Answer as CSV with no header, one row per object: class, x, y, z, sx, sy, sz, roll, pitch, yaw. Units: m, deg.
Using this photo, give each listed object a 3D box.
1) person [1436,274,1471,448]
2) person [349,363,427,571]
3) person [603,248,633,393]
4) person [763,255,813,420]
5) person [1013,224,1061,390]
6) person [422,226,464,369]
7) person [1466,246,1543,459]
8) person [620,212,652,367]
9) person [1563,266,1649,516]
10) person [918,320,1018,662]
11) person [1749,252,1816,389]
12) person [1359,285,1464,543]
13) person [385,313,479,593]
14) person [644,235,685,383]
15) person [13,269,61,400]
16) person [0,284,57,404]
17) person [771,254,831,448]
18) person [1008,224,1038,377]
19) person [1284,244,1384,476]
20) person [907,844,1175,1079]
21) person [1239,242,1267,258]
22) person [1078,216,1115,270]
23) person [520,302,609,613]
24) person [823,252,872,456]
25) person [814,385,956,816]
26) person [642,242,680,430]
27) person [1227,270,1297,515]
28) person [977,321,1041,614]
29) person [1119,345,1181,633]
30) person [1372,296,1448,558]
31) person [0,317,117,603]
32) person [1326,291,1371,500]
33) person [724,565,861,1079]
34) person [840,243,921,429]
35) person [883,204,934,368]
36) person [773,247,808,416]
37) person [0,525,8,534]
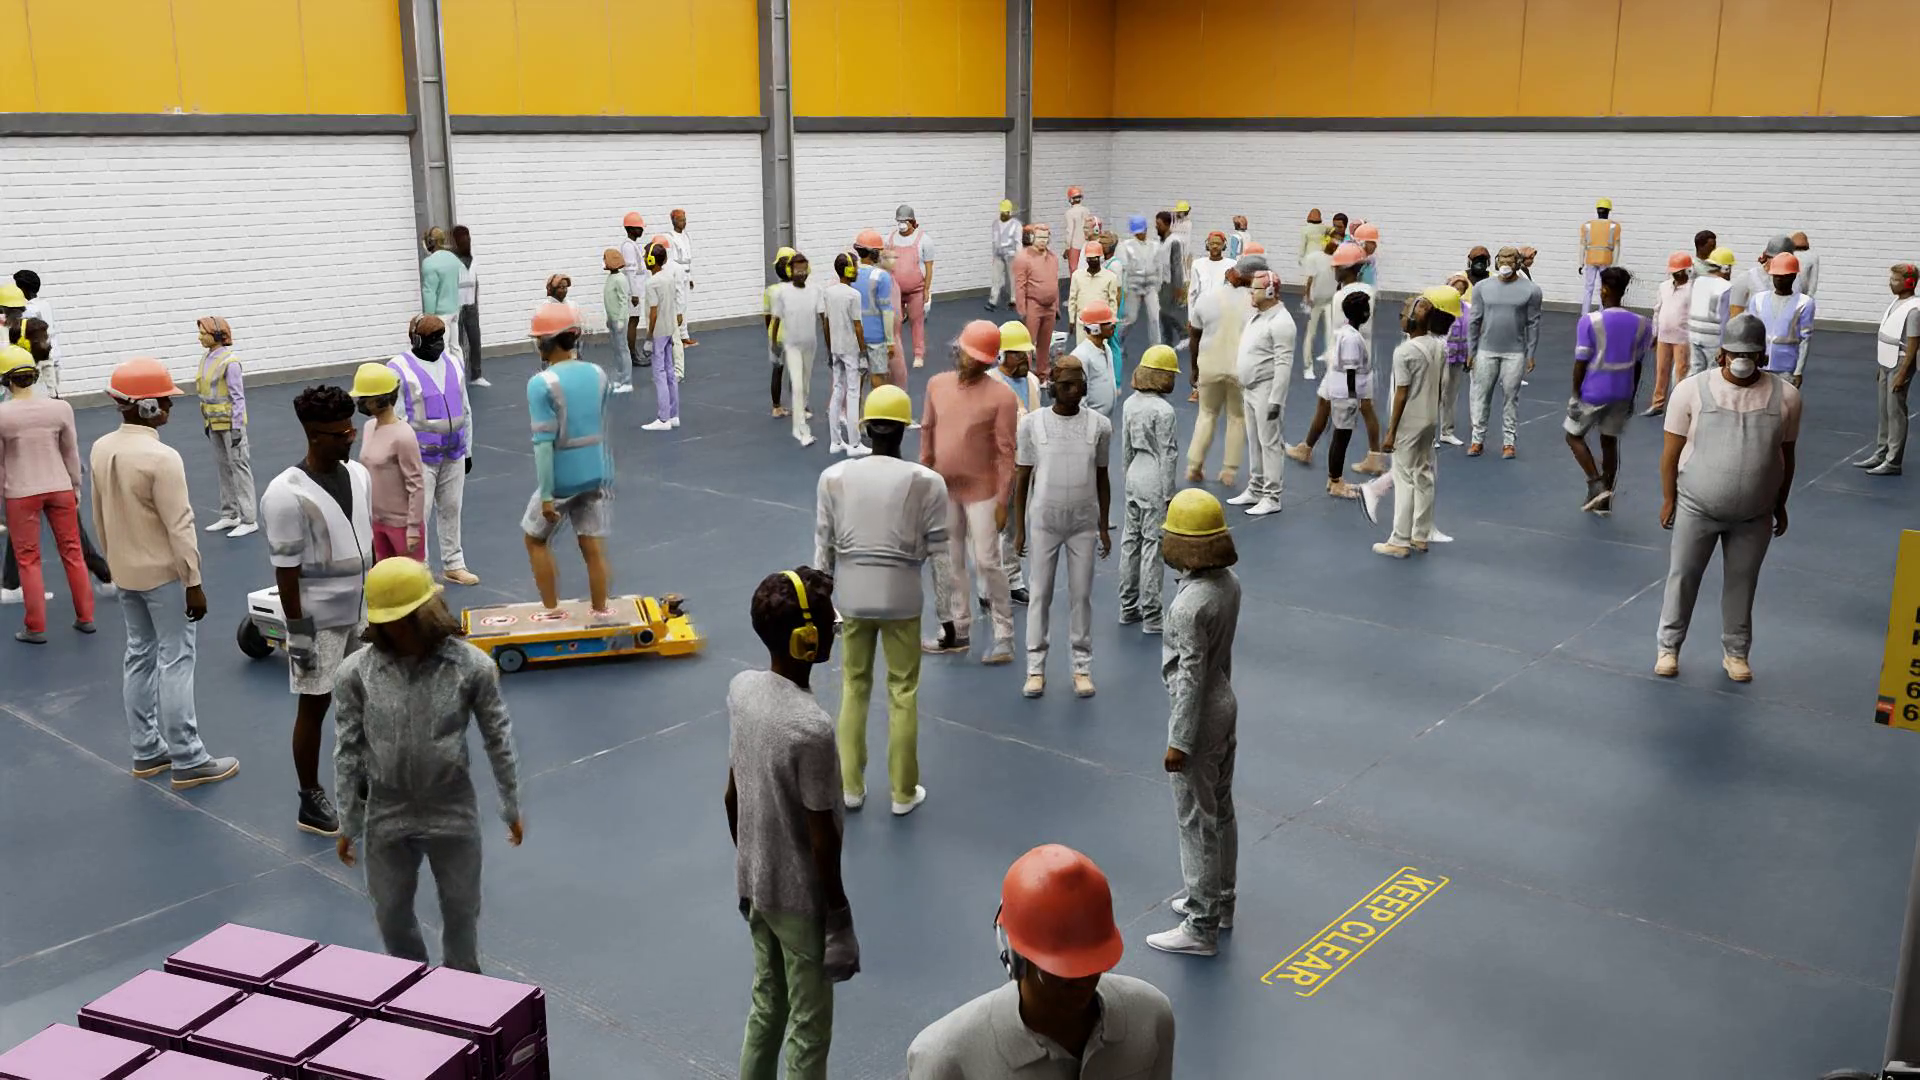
person,4.636,-1.698,15.775,0.514,1.637,0.315,-7,16,-27
person,-3.110,-0.094,9.110,0.328,1.765,0.527,-13,19,-43
person,-3.935,-2.507,19.016,0.278,1.634,0.499,-8,16,-29
person,-1.789,-2.078,17.175,0.535,1.697,0.322,9,17,32
person,0.909,-2.634,18.979,0.645,1.905,0.408,-12,18,-40
person,-5.684,-2.466,18.265,0.367,1.934,0.630,3,14,11
person,4.958,-1.715,15.235,0.636,1.939,0.364,6,15,22
person,-4.098,-3.167,21.039,0.362,1.935,0.553,-2,14,-10
person,5.007,-1.147,12.935,0.629,1.949,0.418,-3,14,-13
person,0.061,-0.275,9.451,0.685,1.960,0.408,11,18,38
person,7.077,-1.524,14.471,0.545,1.939,0.354,12,18,39
person,3.331,-0.942,12.252,0.710,1.889,0.606,9,17,32
person,-3.429,-0.561,10.848,0.431,1.836,0.619,11,17,36
person,-3.496,-2.717,19.631,0.566,1.744,0.349,7,16,27
person,-8.674,-1.702,15.692,0.319,1.686,0.540,-2,14,-8
person,-7.633,-1.200,13.553,0.523,1.759,0.357,-14,19,-43
person,-1.468,-1.790,15.784,0.526,1.822,0.972,-7,16,-26
person,0.811,-2.842,19.898,0.578,1.858,0.691,-3,14,-10
person,3.329,-1.588,14.615,0.630,1.990,1.051,-13,19,-41
person,0.177,1.396,3.178,0.565,1.751,0.330,-7,16,-26
person,3.217,-2.407,18.374,0.329,1.751,0.567,0,14,0
person,1.634,-3.036,20.579,0.403,1.906,0.651,-6,15,-23
person,-2.315,-0.362,9.659,0.637,2.020,0.604,10,17,35
person,-1.042,-1.716,15.376,0.519,1.873,0.328,13,19,41
person,-0.324,0.268,7.397,0.625,1.902,0.468,3,14,12
person,-3.020,-2.035,16.657,0.328,1.870,0.512,4,15,15
person,2.362,-1.154,13.057,0.404,1.911,0.636,-3,14,-11
person,0.313,-0.453,10.402,0.404,1.835,0.588,12,18,40
person,1.167,-0.309,10.029,0.309,1.735,0.484,-7,16,-27
person,3.186,-0.793,11.738,0.506,1.847,0.345,-11,18,-38
person,-5.748,-0.505,10.604,0.948,1.825,0.533,-5,15,-18
person,3.189,-1.191,13.630,0.317,1.695,0.540,2,14,8
person,-0.452,0.981,4.600,0.335,1.873,0.521,-10,17,-35
person,-0.861,-2.045,16.723,0.952,1.870,0.648,8,16,29
person,-0.690,-3.184,20.896,0.679,2.000,0.537,4,15,15
person,-1.779,-2.192,17.508,0.341,1.760,0.525,1,14,3
person,-7.249,-0.827,12.176,0.317,1.695,0.540,-4,15,-16
